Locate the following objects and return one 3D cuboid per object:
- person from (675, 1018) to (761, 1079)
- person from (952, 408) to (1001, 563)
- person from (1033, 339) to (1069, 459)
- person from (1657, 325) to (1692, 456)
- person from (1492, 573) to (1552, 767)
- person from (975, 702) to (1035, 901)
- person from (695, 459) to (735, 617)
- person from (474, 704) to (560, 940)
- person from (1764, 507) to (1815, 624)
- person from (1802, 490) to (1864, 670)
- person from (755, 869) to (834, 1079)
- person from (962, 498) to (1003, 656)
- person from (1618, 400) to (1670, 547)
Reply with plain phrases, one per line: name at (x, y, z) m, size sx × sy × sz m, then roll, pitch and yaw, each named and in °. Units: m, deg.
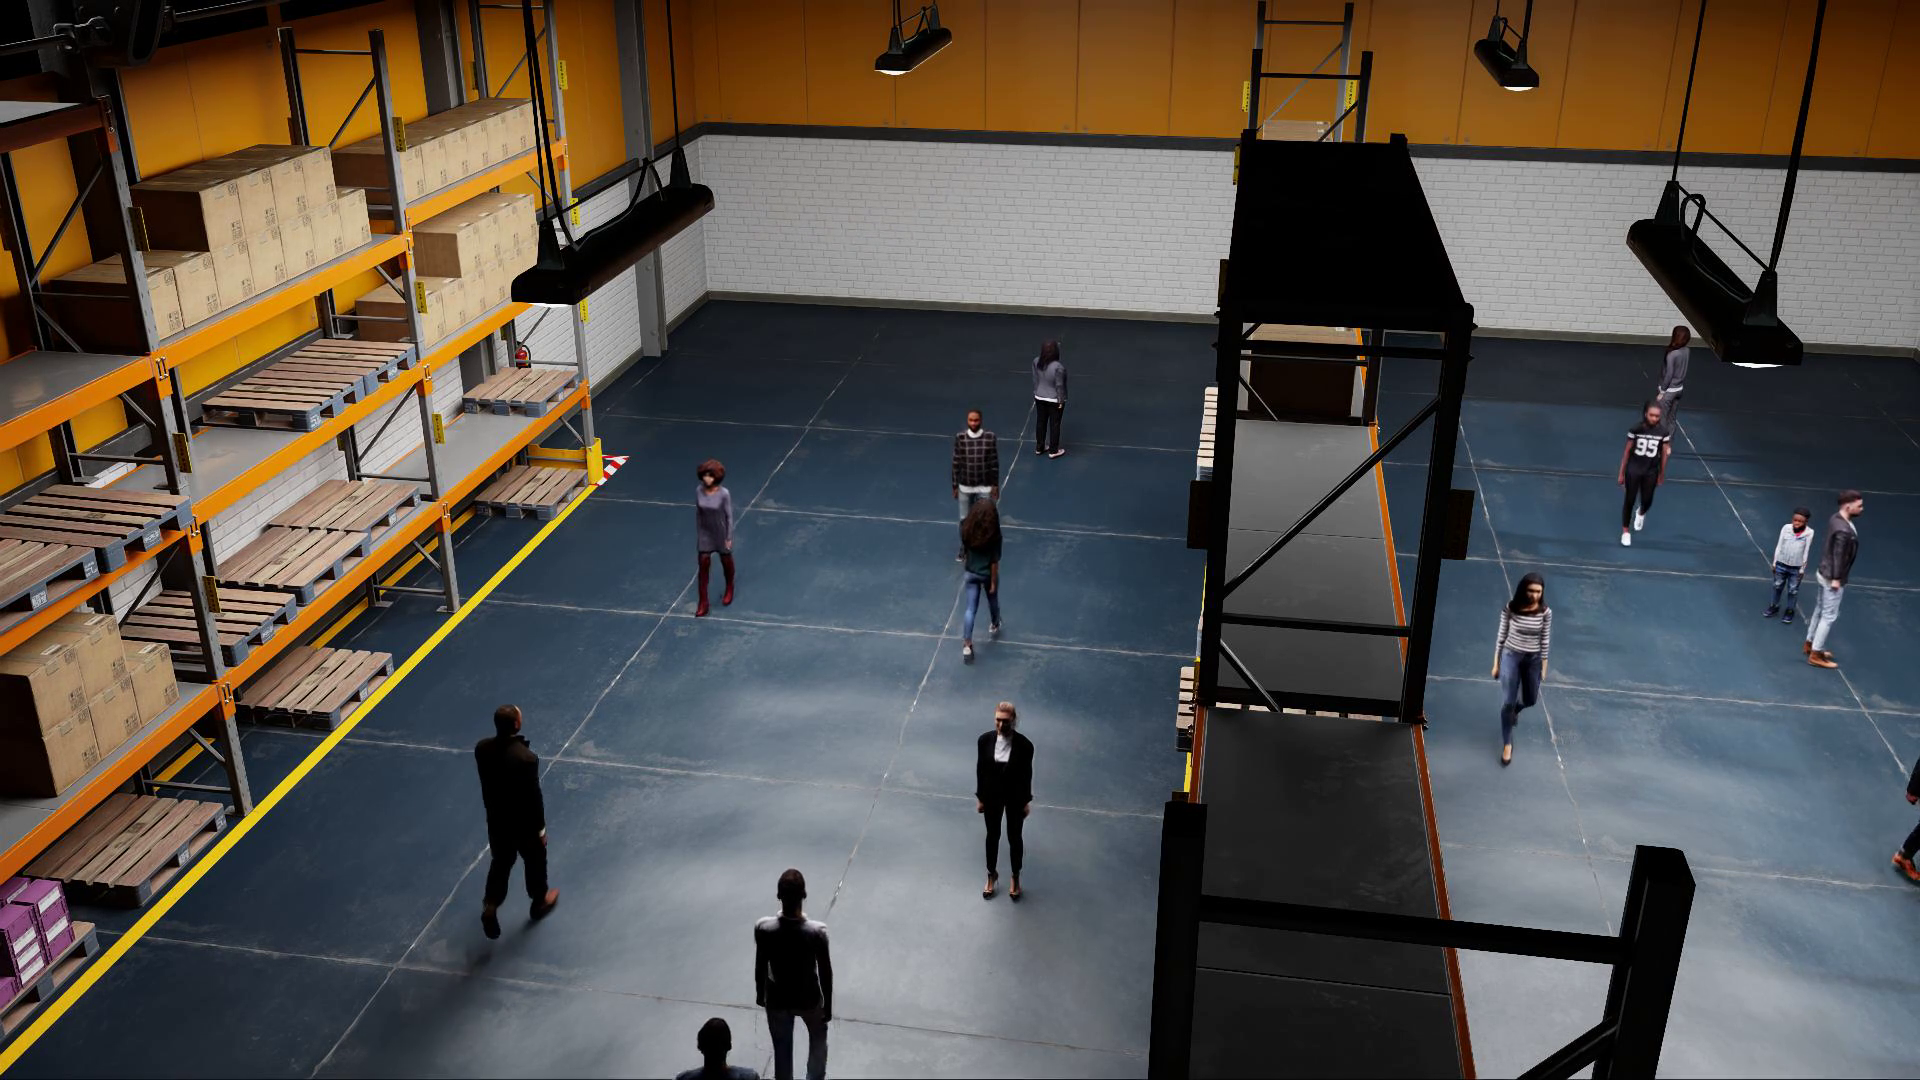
person at (-1.336, 3.506, 9.316) m, size 0.819 × 1.791 × 1.066 m, roll -1°, pitch 24°, yaw -3°
person at (0.182, -0.641, 18.765) m, size 0.719 × 1.820 × 0.622 m, roll 1°, pitch 24°, yaw 1°
person at (1.175, -1.873, 21.865) m, size 0.778 × 1.595 × 0.813 m, roll 19°, pitch 30°, yaw 36°
person at (9.349, -1.964, 21.857) m, size 0.671 × 1.768 × 0.746 m, roll -18°, pitch 29°, yaw -35°
person at (4.991, 1.101, 14.834) m, size 0.612 × 1.777 × 0.897 m, roll 5°, pitch 24°, yaw 10°
person at (0.346, 2.006, 12.851) m, size 0.598 × 1.707 × 0.523 m, roll 4°, pitch 24°, yaw 10°
person at (-2.557, -0.076, 17.645) m, size 0.660 × 1.682 × 0.915 m, roll 7°, pitch 24°, yaw 15°
person at (-3.369, 2.115, 12.382) m, size 0.747 × 1.882 × 1.091 m, roll 6°, pitch 24°, yaw 14°
person at (8.736, 0.231, 17.470) m, size 0.565 × 1.260 × 0.611 m, roll 19°, pitch 30°, yaw 37°
person at (8.624, 0.351, 16.477) m, size 0.755 × 1.836 × 0.561 m, roll 7°, pitch 25°, yaw 17°
person at (-1.055, 2.963, 10.499) m, size 0.720 × 1.837 × 0.718 m, roll -1°, pitch 24°, yaw -2°
person at (0.182, 0.404, 16.691) m, size 0.667 × 1.566 × 1.141 m, roll 7°, pitch 25°, yaw 15°
person at (7.896, -0.805, 19.269) m, size 0.715 × 1.717 × 0.837 m, roll 9°, pitch 25°, yaw 20°
